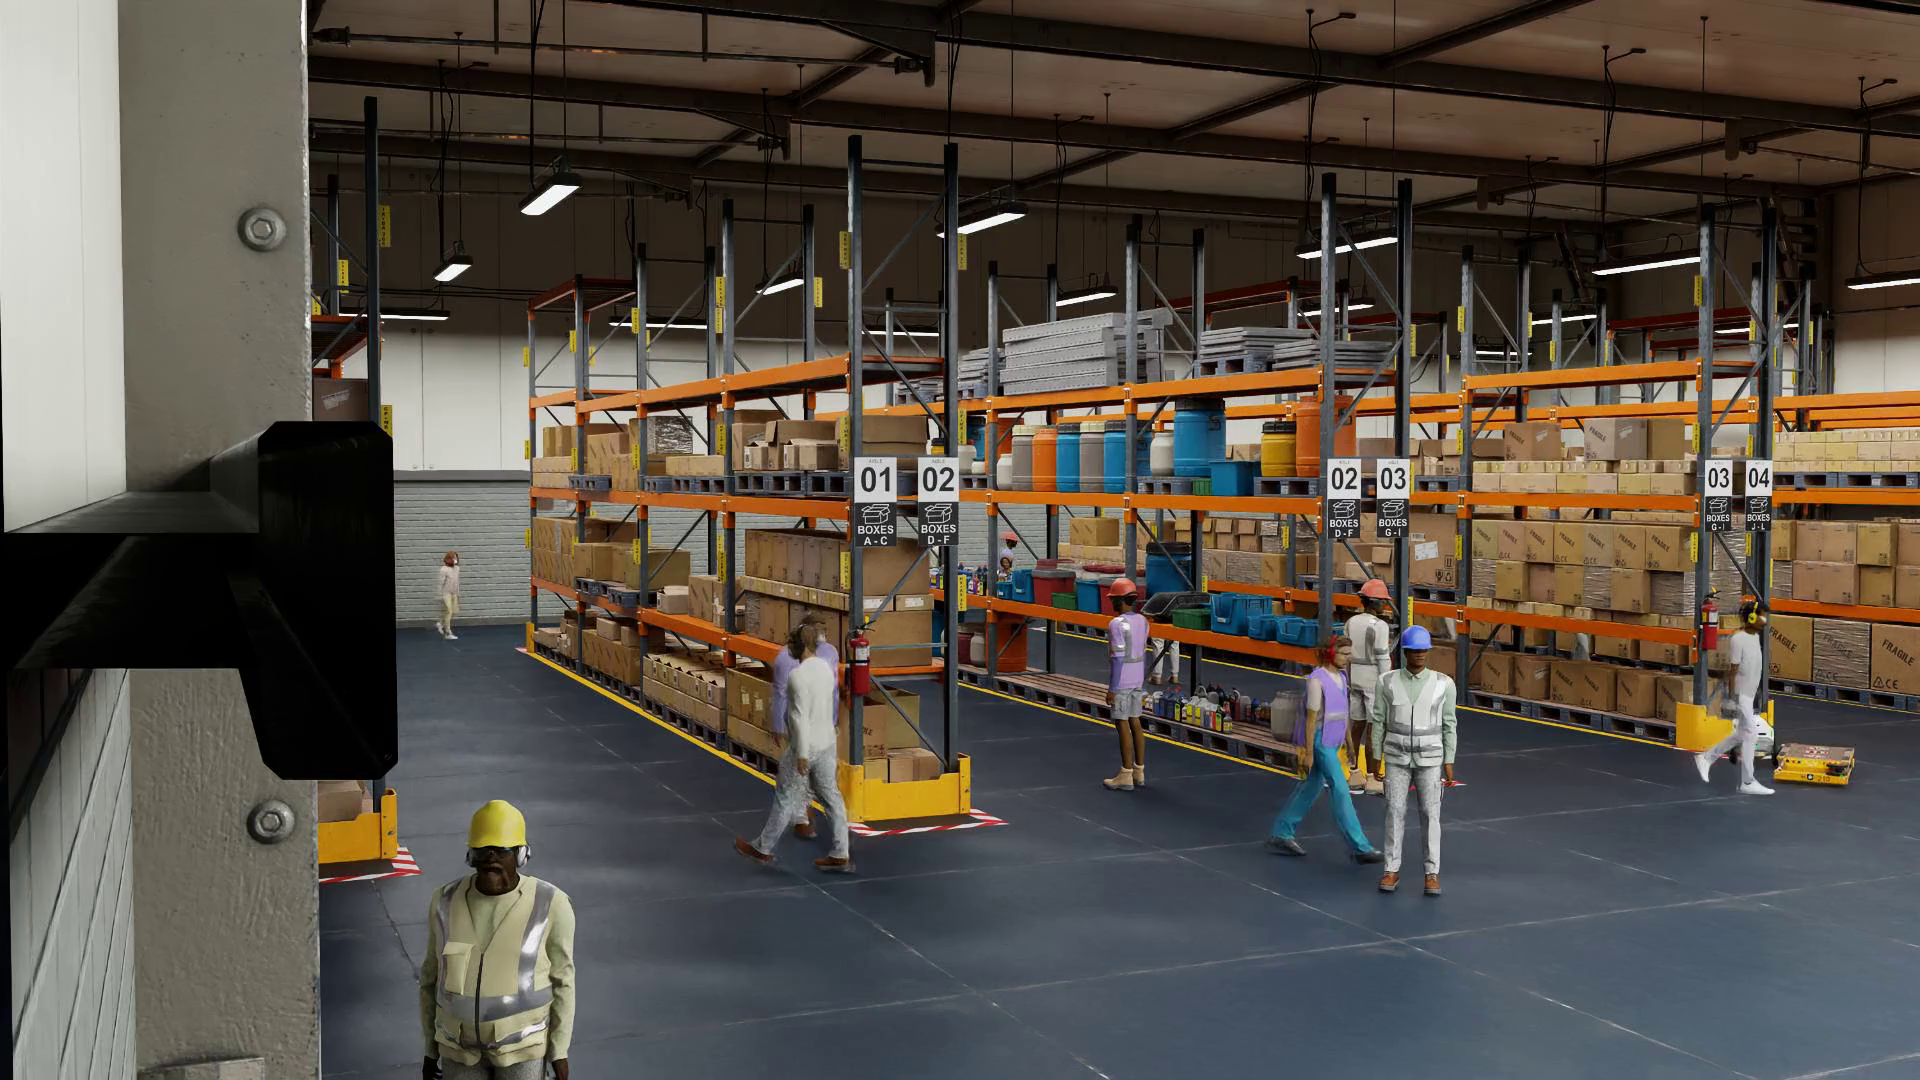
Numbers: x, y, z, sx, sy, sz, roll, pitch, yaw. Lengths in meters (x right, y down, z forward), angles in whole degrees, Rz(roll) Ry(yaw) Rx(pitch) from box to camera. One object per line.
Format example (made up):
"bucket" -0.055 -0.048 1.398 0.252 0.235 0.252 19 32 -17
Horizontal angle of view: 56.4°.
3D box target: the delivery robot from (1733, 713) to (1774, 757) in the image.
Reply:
"delivery robot" 8.397 2.032 18.972 0.477 0.478 0.707 1 2 18

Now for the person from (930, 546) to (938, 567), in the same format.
"person" -0.374 0.750 34.788 0.410 1.986 0.624 2 3 41

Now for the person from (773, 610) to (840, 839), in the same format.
"person" -1.301 1.533 15.050 0.659 1.916 0.492 -2 3 -36

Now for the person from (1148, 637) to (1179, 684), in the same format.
"person" 2.950 1.157 25.920 0.636 1.842 0.429 -1 2 -20

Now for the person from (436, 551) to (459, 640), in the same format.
"person" -9.404 1.003 32.795 0.492 1.620 0.507 1 2 21

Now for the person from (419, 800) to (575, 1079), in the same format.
"person" -1.755 1.894 6.761 0.588 1.837 0.403 0 2 3

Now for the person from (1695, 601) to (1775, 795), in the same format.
"person" 7.490 1.495 17.315 0.770 1.835 0.550 2 3 45

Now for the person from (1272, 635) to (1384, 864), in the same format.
"person" 2.911 1.637 14.169 0.998 1.794 0.576 1 3 30

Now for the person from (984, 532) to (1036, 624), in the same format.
"person" 0.956 0.772 35.660 1.032 1.877 0.540 0 2 9

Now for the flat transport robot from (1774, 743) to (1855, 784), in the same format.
"flat transport robot" 8.653 2.250 18.121 0.652 0.197 1.431 1 3 29

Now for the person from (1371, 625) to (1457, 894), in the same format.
"person" 3.314 1.595 13.099 0.613 1.949 0.380 1 2 19

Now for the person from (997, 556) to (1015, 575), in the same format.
"person" 0.792 1.080 30.536 0.522 1.638 0.310 0 2 5

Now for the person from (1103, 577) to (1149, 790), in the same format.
"person" 1.585 1.385 17.400 0.388 2.041 0.615 2 3 35

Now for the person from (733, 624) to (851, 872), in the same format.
"person" -1.262 1.594 13.825 0.994 1.889 0.661 1 2 22

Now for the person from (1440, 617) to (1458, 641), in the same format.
"person" 7.549 1.200 27.679 0.499 1.619 0.617 -1 3 -29

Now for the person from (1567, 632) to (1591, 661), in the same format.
"person" 9.054 1.223 25.765 0.512 1.706 0.821 -1 2 -27

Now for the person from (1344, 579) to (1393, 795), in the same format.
"person" 3.943 1.394 17.175 0.392 2.039 0.612 -1 2 -23
